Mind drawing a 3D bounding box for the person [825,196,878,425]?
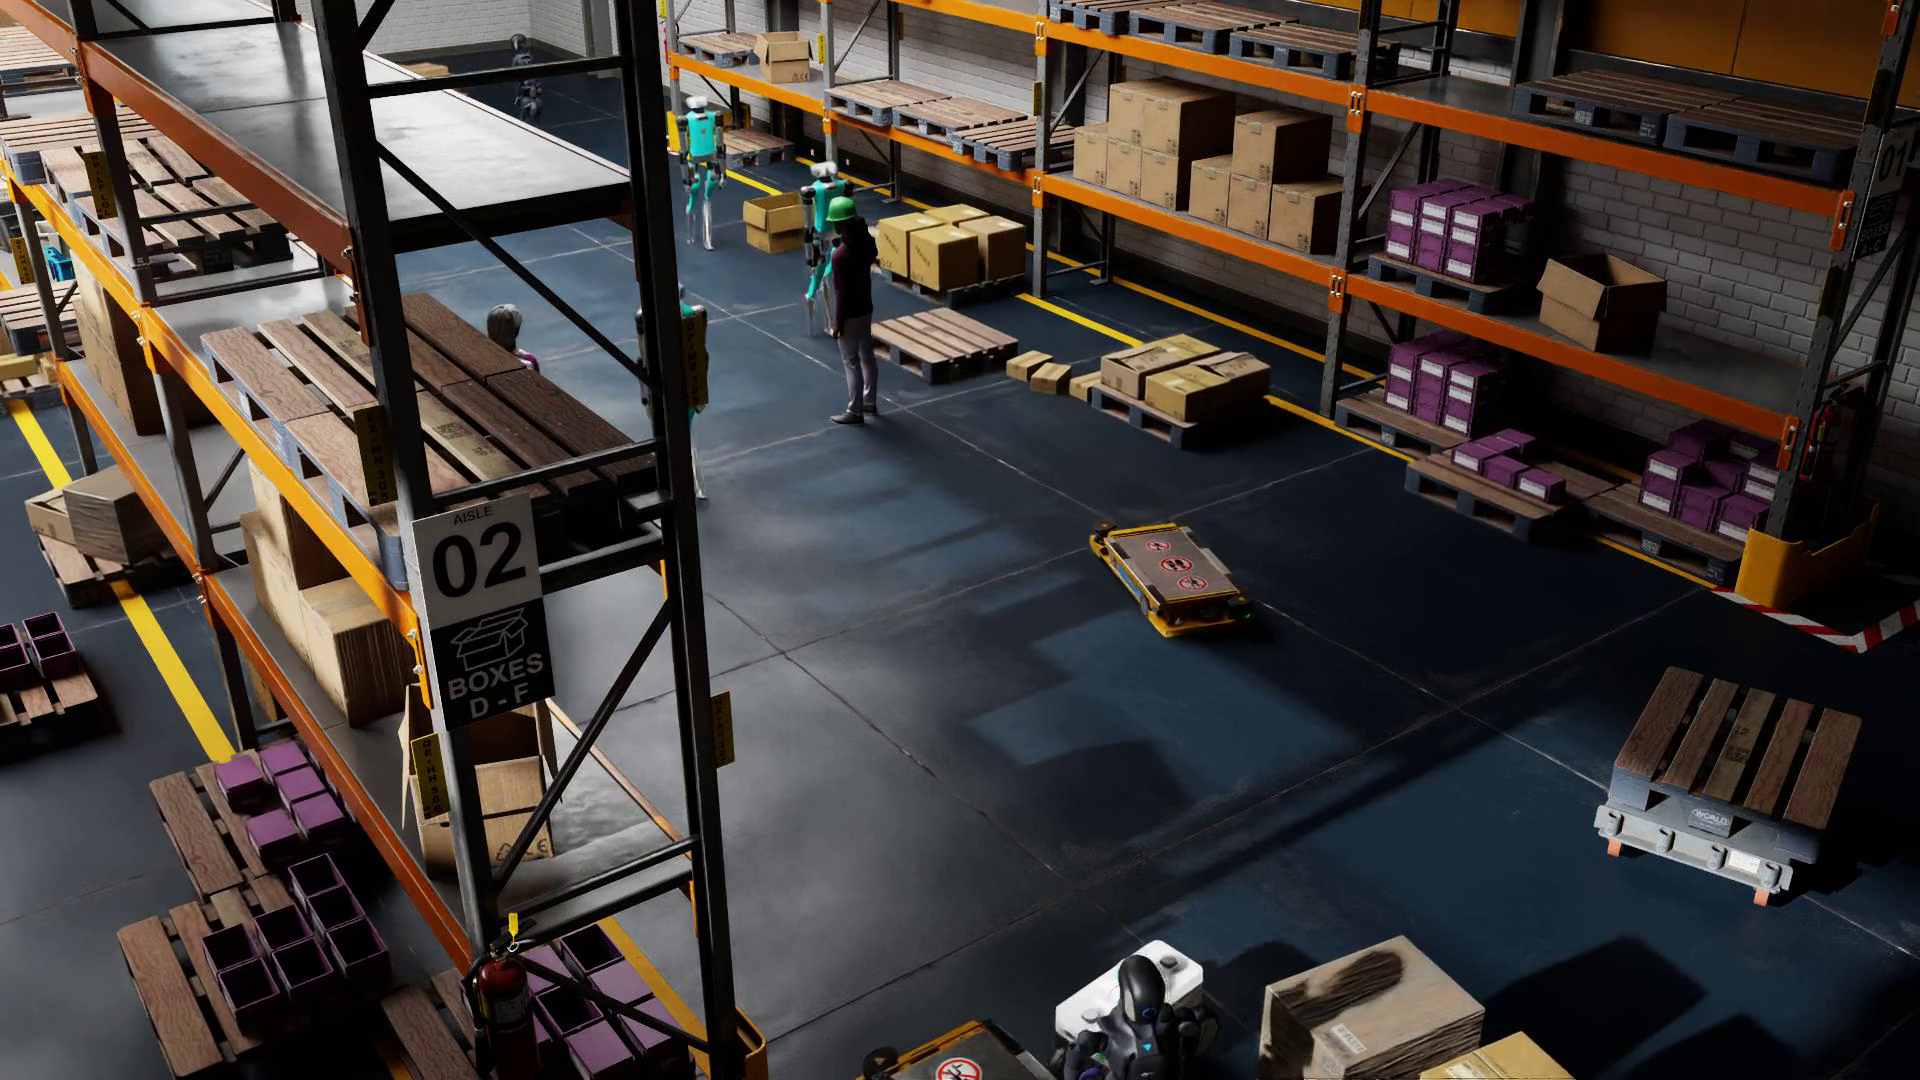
[{"bbox_3d":[-0.896,-1.906,13.915,0.434,1.946,0.489,15,30,27],"label":"person"}]

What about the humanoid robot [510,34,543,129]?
[{"bbox_3d":[-5.754,-5.935,22.236,0.396,1.640,0.584,-20,33,-35],"label":"humanoid robot"}]

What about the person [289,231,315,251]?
[{"bbox_3d":[-5.989,-2.435,15.320,0.282,1.628,0.499,-3,27,-5],"label":"person"}]

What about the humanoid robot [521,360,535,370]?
[{"bbox_3d":[-2.996,-0.386,11.142,0.844,1.792,0.530,22,34,36],"label":"humanoid robot"}]

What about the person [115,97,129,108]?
[{"bbox_3d":[-10.501,-5.293,20.613,0.402,1.986,0.620,-8,28,-15],"label":"person"}]

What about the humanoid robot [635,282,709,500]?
[{"bbox_3d":[-2.194,-1.162,12.665,0.544,1.758,0.938,-9,28,-17],"label":"humanoid robot"}]

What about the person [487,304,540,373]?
[{"bbox_3d":[-3.114,-0.780,11.782,0.513,1.848,0.336,7,27,13],"label":"person"}]

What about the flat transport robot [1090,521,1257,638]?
[{"bbox_3d":[1.453,0.232,11.525,0.659,0.231,1.431,-8,28,-15],"label":"flat transport robot"}]

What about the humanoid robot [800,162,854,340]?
[{"bbox_3d":[-1.325,-2.690,15.834,0.548,1.909,0.705,-16,31,-28],"label":"humanoid robot"}]

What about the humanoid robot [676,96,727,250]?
[{"bbox_3d":[-2.902,-4.015,18.470,0.543,1.897,0.731,-13,29,-23],"label":"humanoid robot"}]

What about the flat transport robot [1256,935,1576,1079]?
[{"bbox_3d":[1.643,2.713,6.591,1.431,0.231,0.659,-13,29,-24],"label":"flat transport robot"}]

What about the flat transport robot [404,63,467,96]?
[{"bbox_3d":[-7.758,-5.991,23.904,0.659,0.231,1.431,0,27,1],"label":"flat transport robot"}]

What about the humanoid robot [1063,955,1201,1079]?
[{"bbox_3d":[0.603,2.146,6.169,0.585,1.639,0.427,-9,28,-17],"label":"humanoid robot"}]

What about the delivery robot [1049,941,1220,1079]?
[{"bbox_3d":[0.762,2.124,7.441,0.795,0.592,0.499,-23,34,-38],"label":"delivery robot"}]

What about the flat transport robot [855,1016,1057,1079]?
[{"bbox_3d":[0.211,2.534,6.948,0.659,0.231,1.431,-18,32,-31],"label":"flat transport robot"}]
